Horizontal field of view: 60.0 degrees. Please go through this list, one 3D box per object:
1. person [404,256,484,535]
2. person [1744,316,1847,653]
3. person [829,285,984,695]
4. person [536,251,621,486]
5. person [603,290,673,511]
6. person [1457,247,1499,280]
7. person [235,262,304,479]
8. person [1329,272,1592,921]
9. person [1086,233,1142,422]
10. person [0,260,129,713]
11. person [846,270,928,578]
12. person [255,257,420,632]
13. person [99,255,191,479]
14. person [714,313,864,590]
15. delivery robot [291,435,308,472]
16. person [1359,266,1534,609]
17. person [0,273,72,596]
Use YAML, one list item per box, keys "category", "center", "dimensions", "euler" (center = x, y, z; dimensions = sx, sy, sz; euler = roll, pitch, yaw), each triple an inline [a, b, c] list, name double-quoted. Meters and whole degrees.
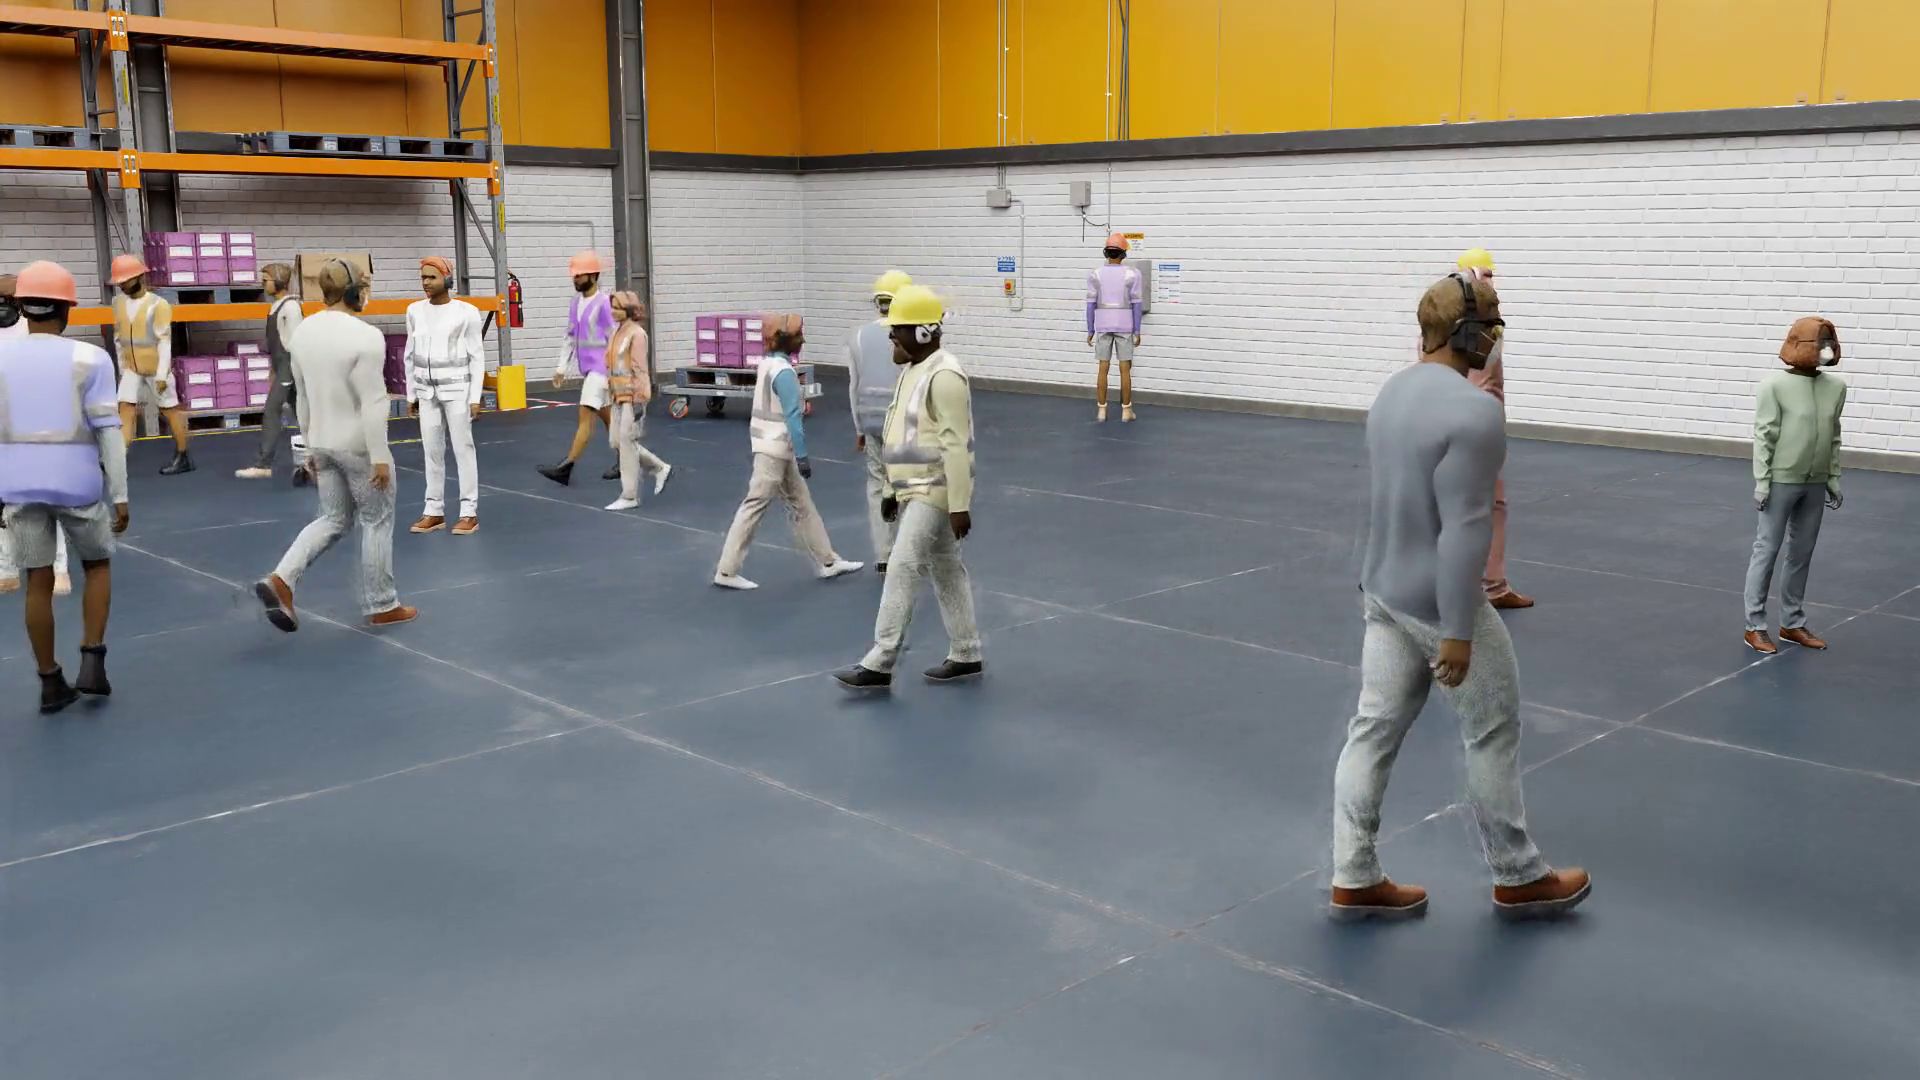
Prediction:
- category: "person"
  center: [-3.502, -0.973, 11.281]
  dimensions: [0.572, 1.883, 0.354]
  euler: [3, 11, 14]
- category: "person"
  center: [4.079, -0.267, 8.105]
  dimensions: [0.500, 1.636, 0.281]
  euler: [-3, 11, -16]
- category: "person"
  center: [-0.261, -0.214, 7.354]
  dimensions: [0.838, 1.796, 0.628]
  euler: [-3, 11, -13]
- category: "person"
  center: [-3.064, -1.390, 13.536]
  dimensions: [1.003, 1.883, 0.547]
  euler: [-9, 14, -40]
- category: "person"
  center: [-2.400, -1.035, 12.332]
  dimensions: [0.525, 1.623, 0.520]
  euler: [-7, 13, -34]
- category: "person"
  center: [3.787, -1.202, 12.402]
  dimensions: [0.357, 1.930, 0.587]
  euler: [4, 11, 21]
- category: "person"
  center: [-5.644, -1.437, 14.045]
  dimensions: [0.960, 1.806, 0.527]
  euler: [-6, 12, -32]
- category: "person"
  center: [1.501, 0.184, 4.891]
  dimensions: [0.900, 1.907, 0.661]
  euler: [-3, 11, -14]
- category: "person"
  center: [1.678, -2.302, 18.086]
  dimensions: [0.607, 2.045, 0.390]
  euler: [3, 11, 15]
- category: "person"
  center: [-3.859, -0.224, 7.108]
  dimensions: [0.581, 1.914, 0.460]
  euler: [-3, 11, -16]
- category: "person"
  center: [-0.360, -0.684, 9.877]
  dimensions: [0.625, 1.814, 0.513]
  euler: [5, 11, 25]
- category: "person"
  center: [-3.137, -0.451, 8.355]
  dimensions: [0.629, 1.920, 0.773]
  euler: [6, 12, 31]
- category: "person"
  center: [-6.791, -1.411, 13.734]
  dimensions: [0.614, 1.853, 1.046]
  euler: [2, 11, 11]
- category: "person"
  center: [-1.013, -0.502, 9.515]
  dimensions: [0.901, 1.583, 0.515]
  euler: [-3, 11, -13]
- category: "delivery robot"
  center: [-5.081, -0.774, 13.565]
  dimensions: [0.477, 0.478, 0.707]
  euler: [6, 12, 28]
- category: "person"
  center: [2.626, -0.532, 8.922]
  dimensions: [0.959, 1.871, 0.653]
  euler: [-3, 11, -14]
- category: "person"
  center: [-5.324, -0.566, 9.316]
  dimensions: [0.662, 1.819, 0.432]
  euler: [0, 10, -2]
